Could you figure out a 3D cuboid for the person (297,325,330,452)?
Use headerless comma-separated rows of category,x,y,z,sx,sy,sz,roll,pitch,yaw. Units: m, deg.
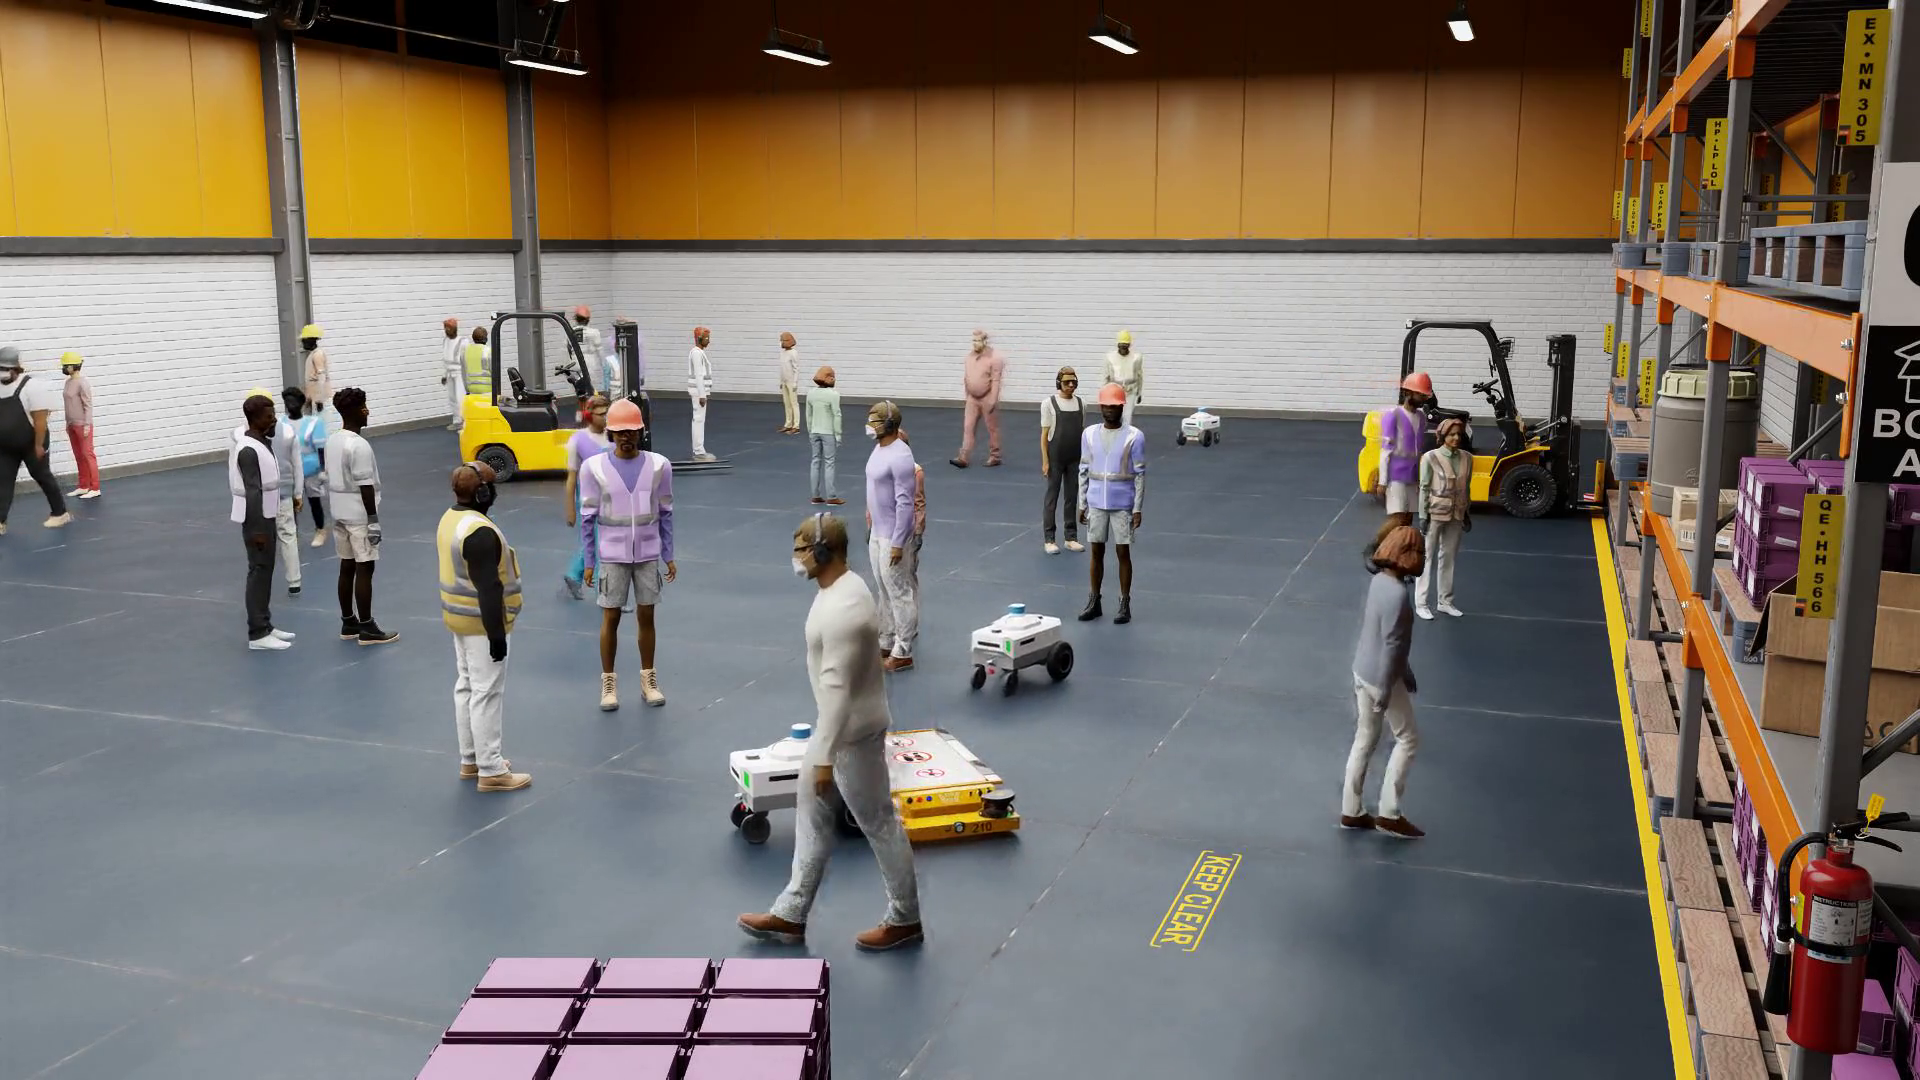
person,-9.045,-2.030,23.202,0.489,1.919,0.658,-5,11,-26

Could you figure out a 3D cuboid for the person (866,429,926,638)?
person,-0.498,-0.048,12.825,0.525,1.637,0.307,6,12,31

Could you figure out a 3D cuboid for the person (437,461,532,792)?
person,-2.662,0.475,9.294,0.429,1.846,0.633,-7,12,-33

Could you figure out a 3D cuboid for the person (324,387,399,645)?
person,-4.589,-0.185,12.669,0.607,1.966,0.366,10,14,43

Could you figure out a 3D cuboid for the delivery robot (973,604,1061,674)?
delivery robot,0.394,0.684,11.487,0.477,0.478,0.707,7,12,35

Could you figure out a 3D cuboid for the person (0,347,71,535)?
person,-9.904,-1.084,17.523,0.718,2.000,1.048,1,10,7

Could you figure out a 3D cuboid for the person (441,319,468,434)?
person,-8.150,-2.653,26.959,0.771,1.843,0.542,8,13,38

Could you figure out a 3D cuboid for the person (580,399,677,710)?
person,-2.154,0.098,10.862,0.615,2.040,0.391,-4,11,-22

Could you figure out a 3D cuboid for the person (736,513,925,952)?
person,-0.575,0.839,7.090,0.919,1.888,0.763,-1,10,-6

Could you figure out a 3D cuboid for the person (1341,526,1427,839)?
person,2.221,0.724,8.559,0.529,1.607,0.500,0,10,-2

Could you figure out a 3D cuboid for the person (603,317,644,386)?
person,-5.525,-2.736,27.349,0.645,1.865,0.987,2,10,11

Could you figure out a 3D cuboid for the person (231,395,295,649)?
person,-5.285,-0.137,12.539,0.371,1.916,0.597,-3,10,-15

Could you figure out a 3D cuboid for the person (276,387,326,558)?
person,-6.494,-0.688,16.391,0.545,1.651,0.866,-1,10,-5

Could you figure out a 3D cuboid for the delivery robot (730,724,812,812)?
delivery robot,-0.821,1.195,8.607,0.707,0.478,0.477,-4,11,-20

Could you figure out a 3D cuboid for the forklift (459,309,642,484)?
forklift,-5.354,-1.902,21.697,2.313,2.155,1.214,-2,10,-13

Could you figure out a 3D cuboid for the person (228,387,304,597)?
person,-5.930,-0.394,14.232,0.595,1.828,0.403,-6,12,-32

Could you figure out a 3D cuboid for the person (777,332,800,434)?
person,-2.755,-2.521,26.763,0.287,1.631,0.501,-7,12,-34

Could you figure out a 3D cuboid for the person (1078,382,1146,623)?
person,1.205,-0.296,13.366,0.551,1.940,0.349,4,11,23

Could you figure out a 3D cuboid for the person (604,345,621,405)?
person,-5.148,-2.256,25.282,0.527,1.622,0.549,-3,10,-16

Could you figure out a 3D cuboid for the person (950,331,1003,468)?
person,0.235,-1.895,22.575,0.657,1.862,0.926,7,12,33

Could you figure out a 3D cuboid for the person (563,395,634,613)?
person,-3.071,-0.321,13.899,0.866,1.810,0.573,6,12,31

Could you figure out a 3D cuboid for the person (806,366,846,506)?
person,-1.579,-1.219,19.432,0.501,1.632,0.293,7,13,36

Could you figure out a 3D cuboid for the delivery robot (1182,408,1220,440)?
delivery robot,3.660,-1.759,25.247,0.477,0.478,0.707,7,12,34

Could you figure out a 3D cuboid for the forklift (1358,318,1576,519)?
forklift,5.787,-1.437,19.079,2.313,2.155,1.214,3,11,19

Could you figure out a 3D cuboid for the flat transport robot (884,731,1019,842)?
flat transport robot,-0.226,1.300,9.084,0.652,0.197,1.431,-3,11,-18

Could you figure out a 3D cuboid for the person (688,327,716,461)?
person,-3.656,-2.061,23.459,0.354,1.887,0.573,-2,10,-12

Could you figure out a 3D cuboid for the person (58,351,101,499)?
person,-10.591,-1.379,19.959,0.533,1.768,0.310,8,13,36

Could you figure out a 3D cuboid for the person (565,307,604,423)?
person,-6.397,-2.969,28.323,0.627,1.995,1.076,3,10,16

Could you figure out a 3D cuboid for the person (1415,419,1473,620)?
person,3.941,-0.175,13.532,0.515,1.641,0.315,-4,11,-23

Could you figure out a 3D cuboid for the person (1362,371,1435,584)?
person,3.968,-0.559,14.925,0.579,1.914,0.504,-7,12,-33

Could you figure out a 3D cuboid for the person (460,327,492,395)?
person,-6.940,-2.177,24.233,0.633,1.846,0.429,4,11,21

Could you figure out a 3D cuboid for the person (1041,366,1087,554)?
person,1.038,-0.789,16.412,0.504,1.847,0.345,-5,11,-25

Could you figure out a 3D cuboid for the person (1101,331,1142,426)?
person,2.393,-2.210,24.607,0.606,1.786,0.930,1,10,4

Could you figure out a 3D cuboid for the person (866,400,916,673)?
person,-0.505,-0.026,11.852,0.370,1.940,0.627,-4,11,-19
